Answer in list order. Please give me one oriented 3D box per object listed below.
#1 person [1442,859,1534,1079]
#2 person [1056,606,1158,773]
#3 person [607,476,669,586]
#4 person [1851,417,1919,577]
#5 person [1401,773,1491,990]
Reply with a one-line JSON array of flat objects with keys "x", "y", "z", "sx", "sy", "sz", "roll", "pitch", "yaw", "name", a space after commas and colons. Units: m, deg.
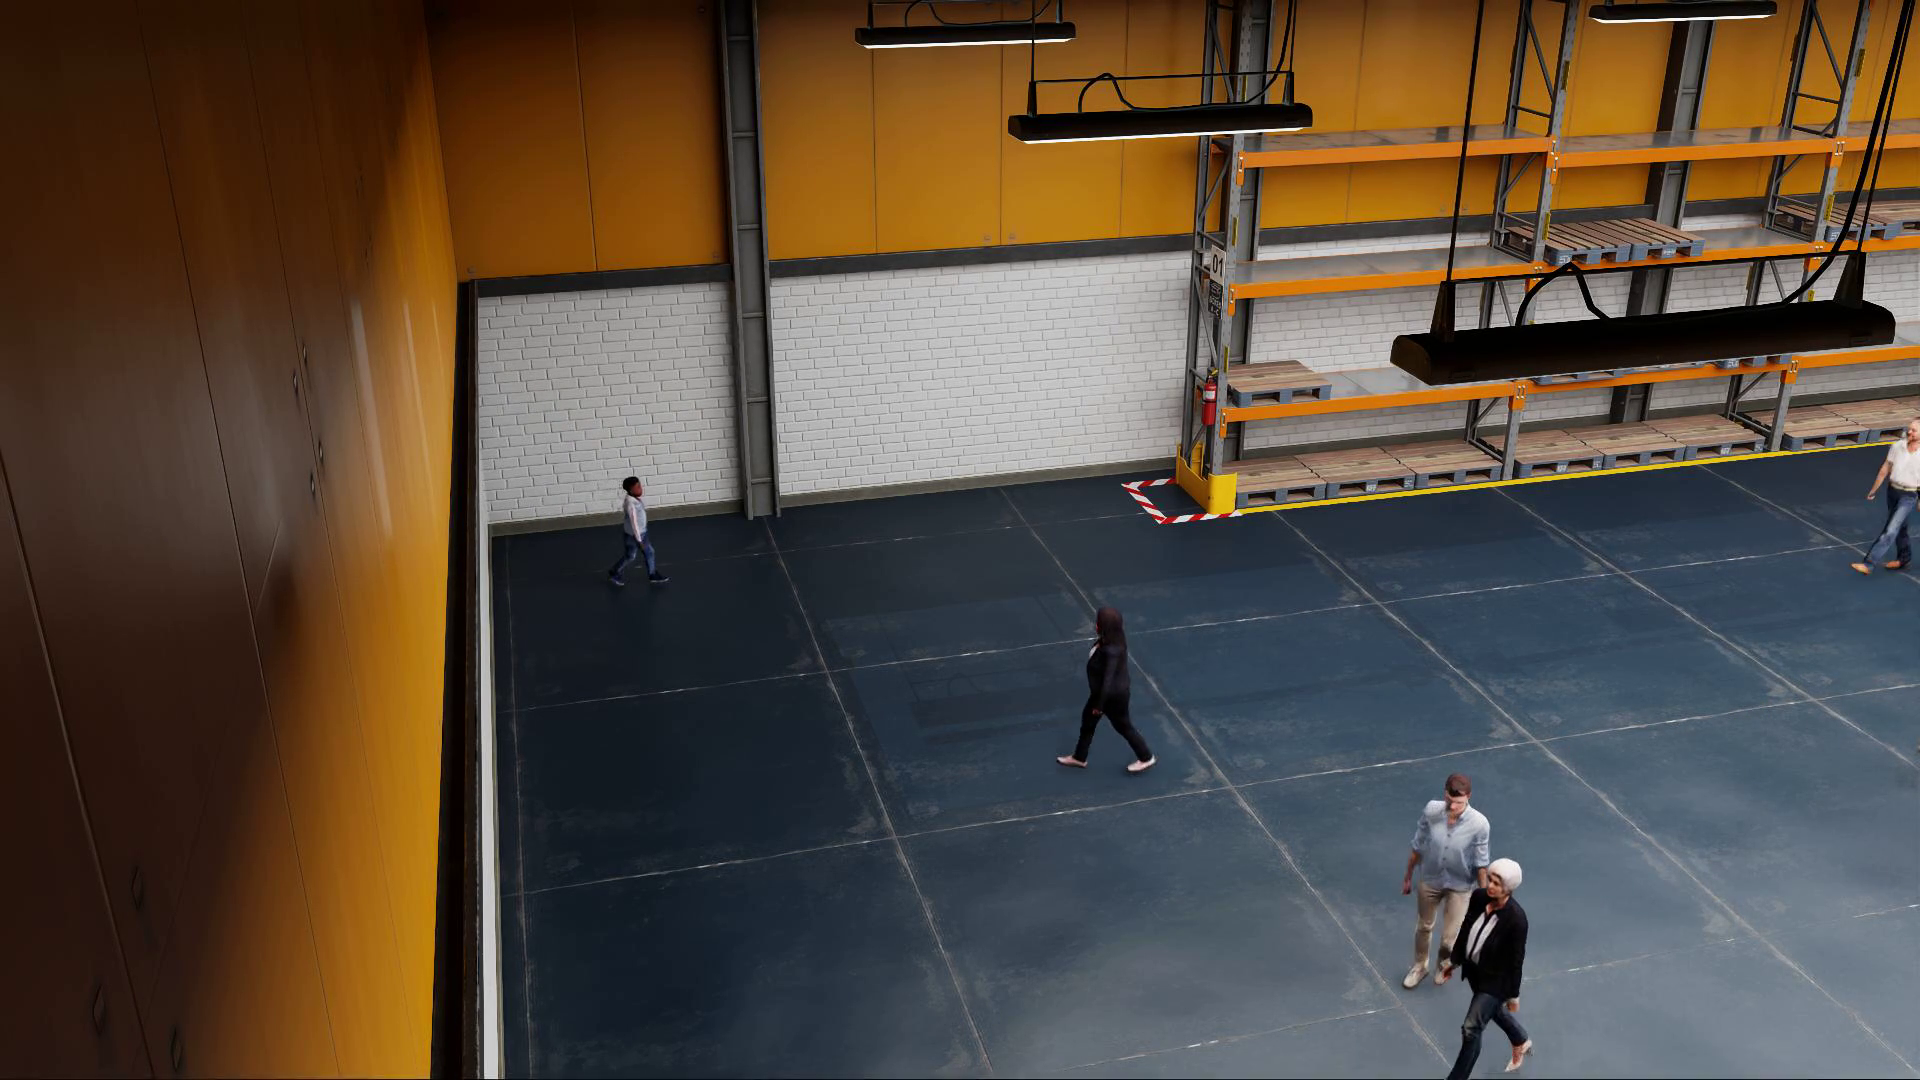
[{"x": 3.458, "y": 2.805, "z": 10.598, "sx": 1.077, "sy": 1.734, "sz": 0.701, "roll": -7, "pitch": 25, "yaw": -16, "name": "person"}, {"x": 1.379, "y": 1.330, "z": 14.339, "sx": 1.145, "sy": 1.582, "sz": 0.782, "roll": -1, "pitch": 24, "yaw": -3, "name": "person"}, {"x": -3.568, "y": -0.087, "z": 18.001, "sx": 0.925, "sy": 1.245, "sz": 0.685, "roll": 3, "pitch": 24, "yaw": 7, "name": "person"}, {"x": 10.396, "y": -0.483, "z": 18.198, "sx": 1.190, "sy": 1.813, "sz": 0.702, "roll": -7, "pitch": 25, "yaw": -16, "name": "person"}, {"x": 3.442, "y": 2.375, "z": 11.641, "sx": 0.876, "sy": 1.828, "sz": 0.921, "roll": 18, "pitch": 29, "yaw": 35, "name": "person"}]
